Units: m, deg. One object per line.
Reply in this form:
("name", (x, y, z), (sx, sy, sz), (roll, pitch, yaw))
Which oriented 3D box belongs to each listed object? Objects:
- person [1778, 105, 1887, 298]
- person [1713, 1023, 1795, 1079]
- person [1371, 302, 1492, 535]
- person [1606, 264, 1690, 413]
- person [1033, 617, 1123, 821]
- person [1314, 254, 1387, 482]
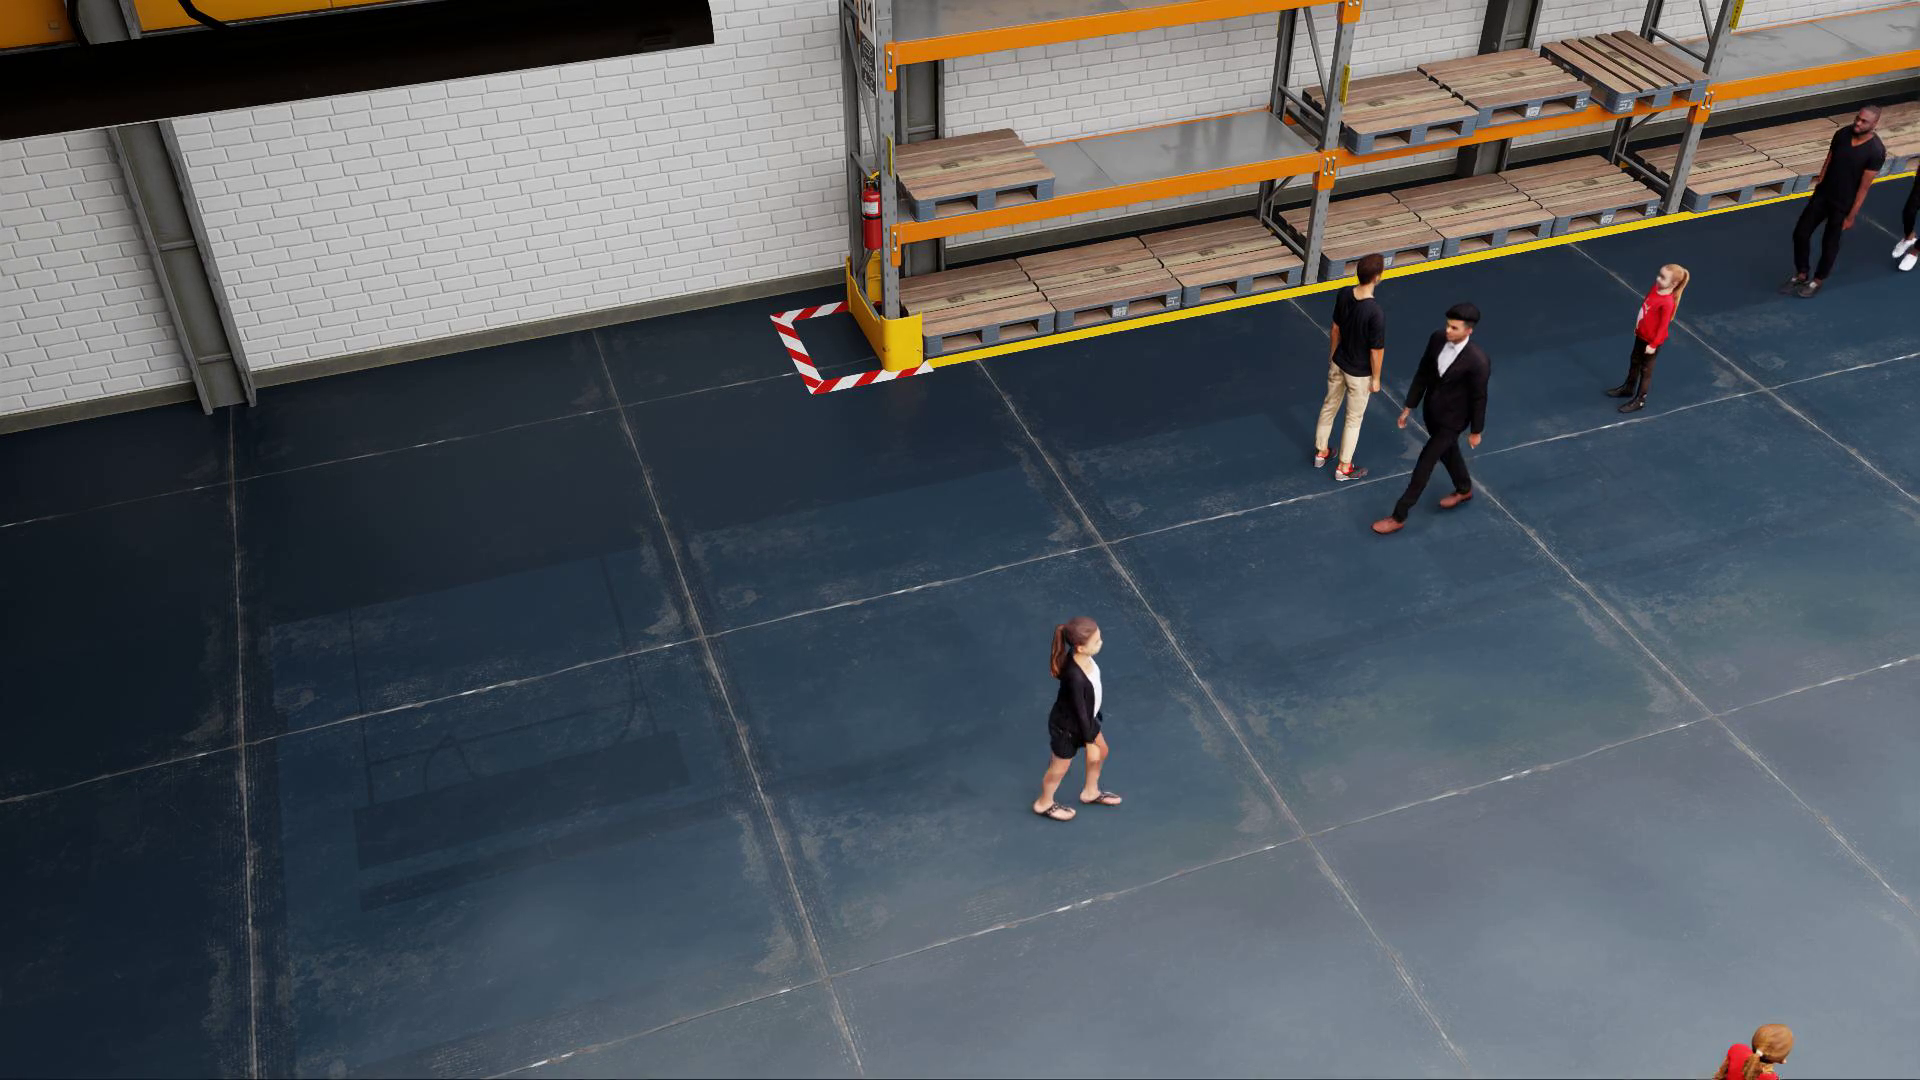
("person", (7.702, -2.956, 14.497), (0.716, 1.805, 0.714), (-19, 42, -22))
("person", (3.562, 2.736, 7.786), (0.890, 1.286, 0.542), (-18, 42, -21))
("person", (3.553, -0.912, 11.919), (1.184, 1.829, 0.703), (-16, 41, -19))
("person", (5.498, -1.629, 13.256), (0.562, 1.281, 0.535), (-5, 39, -6))
("person", (0.581, 1.055, 9.690), (0.855, 1.536, 0.758), (9, 39, 11))
("person", (2.919, -1.290, 12.371), (0.608, 1.855, 0.701), (-23, 44, -26))
